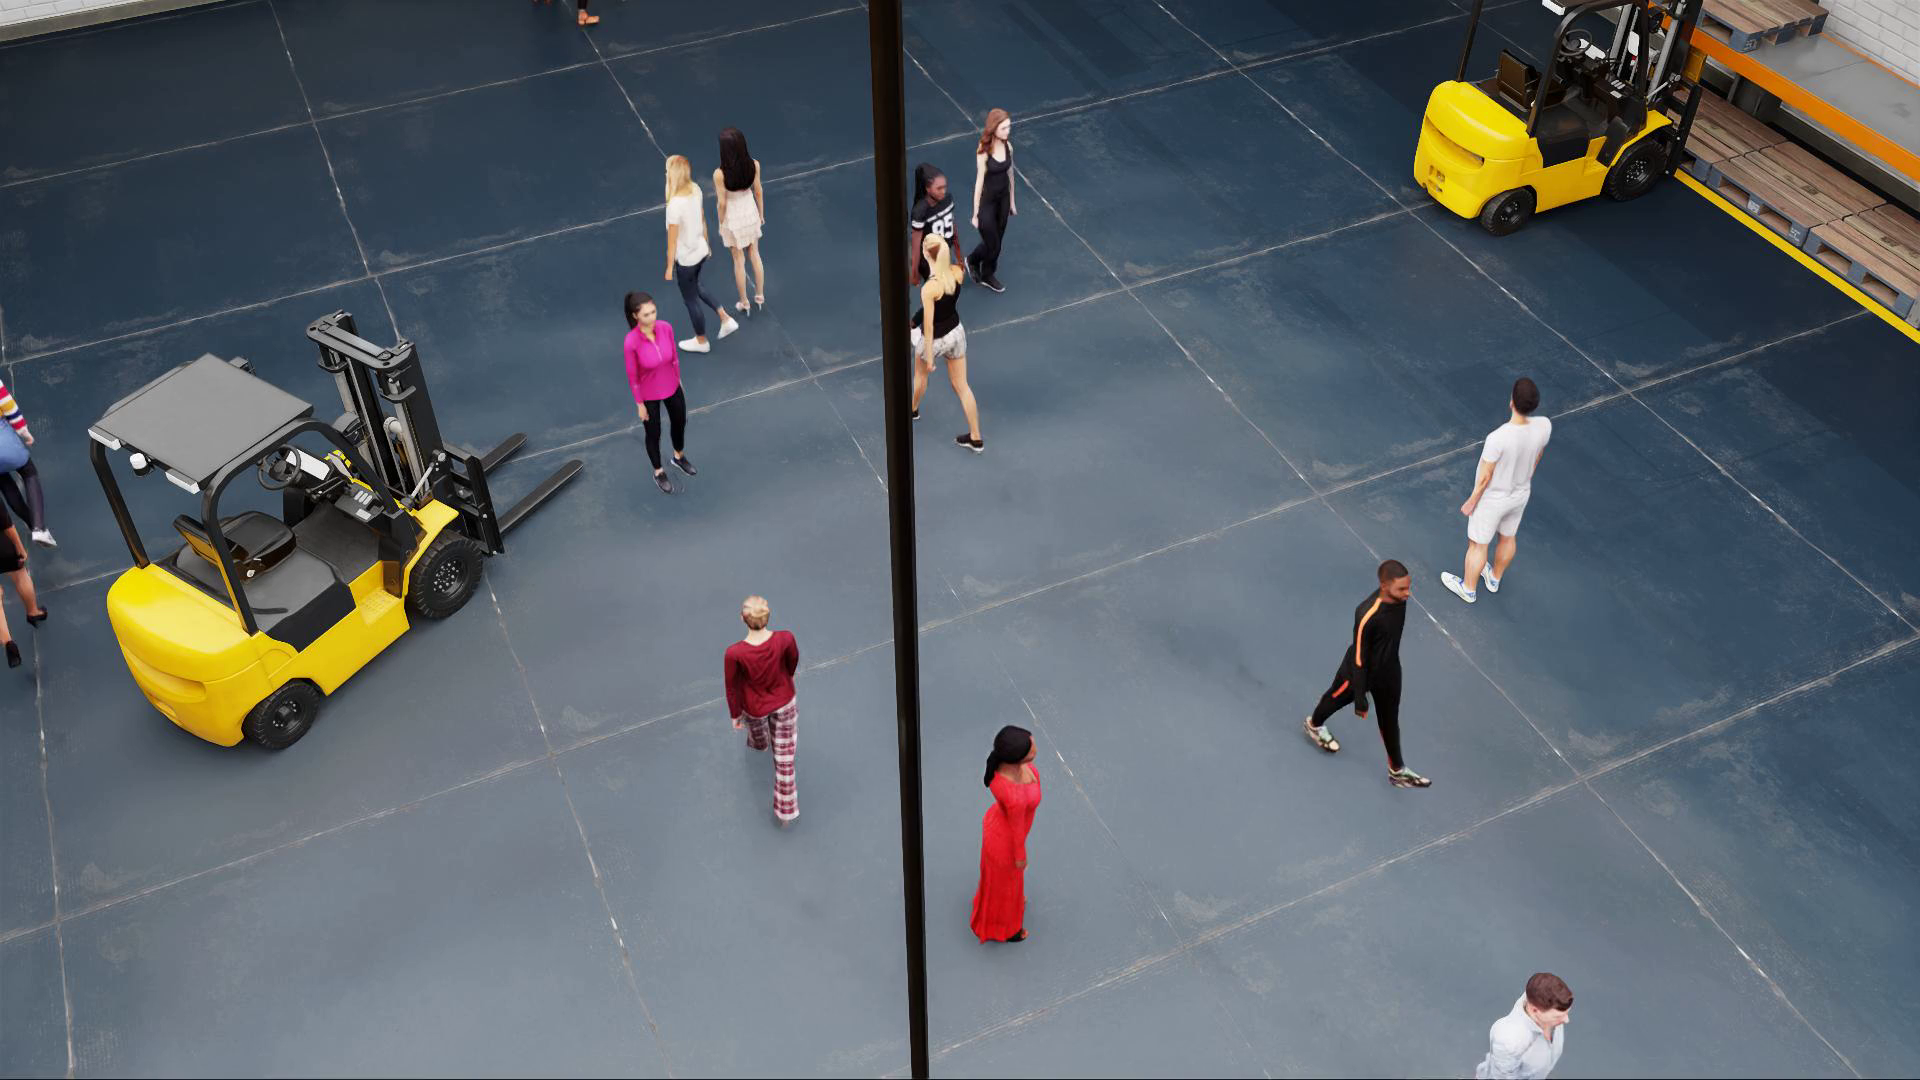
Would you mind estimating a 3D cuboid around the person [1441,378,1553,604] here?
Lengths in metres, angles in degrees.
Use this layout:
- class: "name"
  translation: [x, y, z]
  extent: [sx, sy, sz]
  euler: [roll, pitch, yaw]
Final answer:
- class: "person"
  translation: [3.687, -0.321, 11.297]
  extent: [0.680, 1.853, 0.571]
  euler: [-16, 46, -17]

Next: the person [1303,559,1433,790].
- class: "person"
  translation: [2.438, 0.744, 10.243]
  extent: [0.869, 1.764, 1.220]
  euler: [-31, 51, -28]

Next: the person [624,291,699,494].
- class: "person"
  translation: [-2.256, -1.117, 12.251]
  extent: [0.664, 1.699, 0.669]
  euler: [-31, 52, -29]

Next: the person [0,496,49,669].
- class: "person"
  translation: [-6.399, 0.134, 10.962]
  extent: [0.661, 1.657, 0.974]
  euler: [-17, 46, -17]

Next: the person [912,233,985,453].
- class: "person"
  translation: [-0.055, -1.465, 12.541]
  extent: [0.835, 1.794, 1.237]
  euler: [-34, 53, -30]

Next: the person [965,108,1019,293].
- class: "person"
  translation: [0.193, -2.894, 14.086]
  extent: [0.719, 1.731, 0.800]
  euler: [-34, 53, -30]

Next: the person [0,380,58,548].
- class: "person"
  translation: [-6.752, -0.613, 11.643]
  extent: [0.656, 1.798, 0.831]
  euler: [-19, 47, -19]

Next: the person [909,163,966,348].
- class: "person"
  translation: [-0.285, -2.279, 13.447]
  extent: [0.837, 1.721, 0.771]
  euler: [25, 49, 24]

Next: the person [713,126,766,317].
- class: "person"
  translation: [-1.817, -2.638, 13.812]
  extent: [0.583, 1.739, 0.539]
  euler: [-22, 48, -21]

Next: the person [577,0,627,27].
- class: "person"
  translation: [-4.022, -6.331, 17.661]
  extent: [1.167, 1.777, 1.069]
  euler: [30, 51, 28]

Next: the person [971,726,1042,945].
- class: "person"
  translation: [0.250, 1.639, 9.294]
  extent: [0.785, 1.788, 0.663]
  euler: [-3, 44, -4]

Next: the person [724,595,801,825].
- class: "person"
  translation: [-1.137, 1.026, 10.032]
  extent: [0.753, 1.648, 1.132]
  euler: [-11, 45, -11]

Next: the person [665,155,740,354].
- class: "person"
  translation: [-2.072, -2.252, 13.366]
  extent: [0.890, 1.796, 0.835]
  euler: [11, 45, 11]

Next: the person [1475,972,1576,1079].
- class: "person"
  translation: [2.623, 2.635, 8.230]
  extent: [0.871, 1.804, 1.297]
  euler: [-29, 51, -27]
